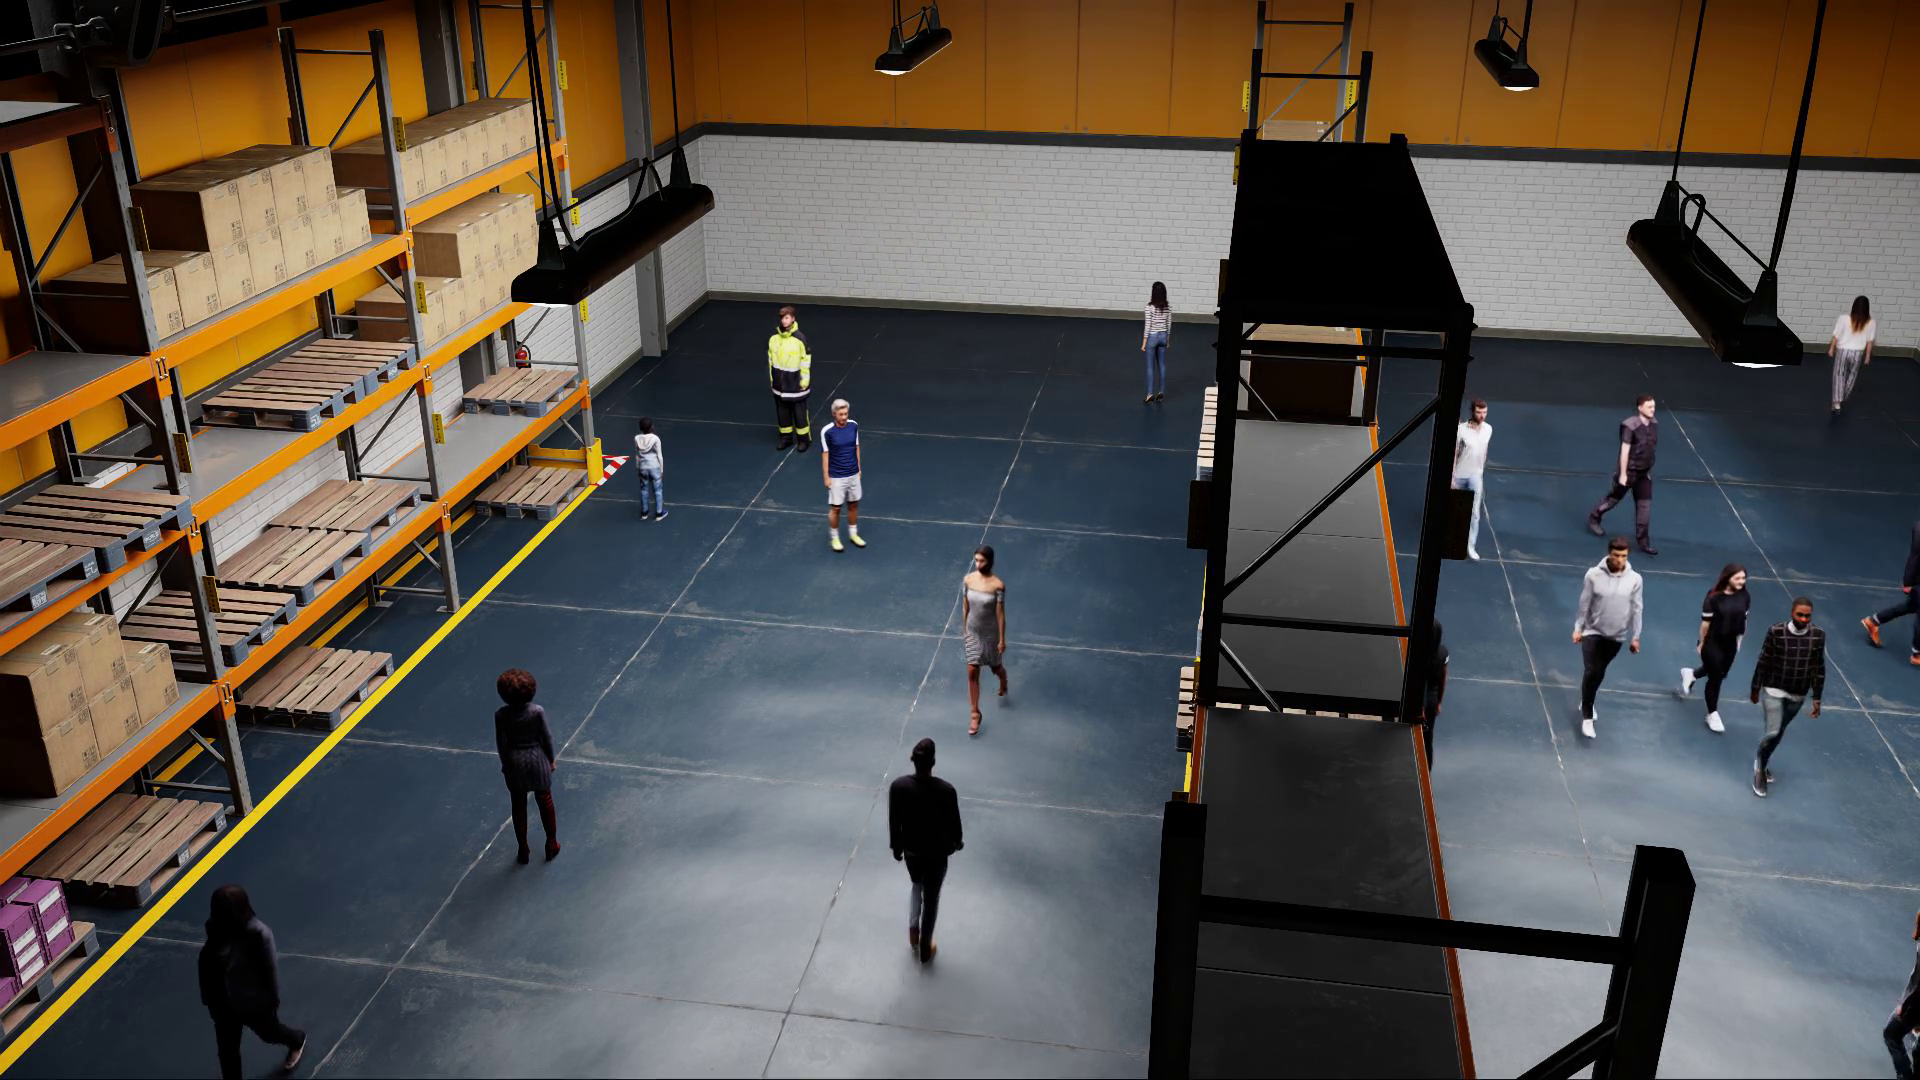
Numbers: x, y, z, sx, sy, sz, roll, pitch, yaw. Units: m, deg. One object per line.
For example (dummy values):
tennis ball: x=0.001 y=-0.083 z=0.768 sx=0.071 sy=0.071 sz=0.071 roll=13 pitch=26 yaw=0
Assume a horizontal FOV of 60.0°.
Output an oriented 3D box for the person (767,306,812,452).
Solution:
person: x=-2.247 y=-2.147 z=22.012 sx=0.803 sy=1.979 sz=0.710 roll=9 pitch=25 yaw=19

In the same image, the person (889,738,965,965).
person: x=-0.268 y=2.293 z=12.048 sx=0.693 sy=1.825 sz=0.645 roll=7 pitch=25 yaw=16

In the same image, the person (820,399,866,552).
person: x=-1.352 y=-0.773 z=19.056 sx=0.731 sy=1.830 sz=0.790 roll=-16 pitch=28 yaw=-32

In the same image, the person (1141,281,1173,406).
person: x=2.805 y=-2.821 z=23.781 sx=0.658 sy=1.796 sz=0.673 roll=-10 pitch=26 yaw=-23

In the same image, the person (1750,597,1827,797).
person: x=7.123 y=1.268 z=14.430 sx=0.697 sy=1.794 sz=0.827 roll=2 pitch=24 yaw=4

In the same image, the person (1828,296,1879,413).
person: x=12.535 y=-2.589 z=23.438 sx=0.822 sy=1.647 sz=1.152 roll=8 pitch=25 yaw=18

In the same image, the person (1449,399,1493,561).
person: x=5.735 y=-0.750 z=19.018 sx=0.919 sy=1.818 sz=1.257 roll=-4 pitch=24 yaw=-8

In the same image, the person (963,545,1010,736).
person: x=0.274 y=0.875 z=15.335 sx=0.775 sy=1.789 sz=1.109 roll=10 pitch=25 yaw=21

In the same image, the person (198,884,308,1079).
person: x=-4.638 y=2.935 z=10.893 sx=0.742 sy=1.574 sz=1.052 roll=7 pitch=24 yaw=15

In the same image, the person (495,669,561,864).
person: x=-3.464 y=1.804 z=13.308 sx=0.641 sy=1.711 sz=0.619 roll=-3 pitch=24 yaw=-8

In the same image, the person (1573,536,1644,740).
person: x=5.929 y=0.804 z=15.360 sx=0.737 sy=1.901 sz=1.001 roll=2 pitch=24 yaw=4

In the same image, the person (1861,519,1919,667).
person: x=9.490 y=0.353 z=16.528 sx=1.162 sy=1.790 sz=1.224 roll=-16 pitch=28 yaw=-32

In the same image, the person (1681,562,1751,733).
person: x=7.000 y=0.927 z=15.426 sx=0.817 sy=1.622 sz=1.043 roll=-4 pitch=24 yaw=-9

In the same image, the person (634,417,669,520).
person: x=-3.738 y=-0.873 z=20.000 sx=0.475 sy=1.256 sz=0.467 roll=4 pitch=24 yaw=9

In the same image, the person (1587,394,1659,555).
person: x=7.668 y=-0.804 z=19.153 sx=1.160 sy=1.808 sz=1.328 roll=-11 pitch=26 yaw=-23
